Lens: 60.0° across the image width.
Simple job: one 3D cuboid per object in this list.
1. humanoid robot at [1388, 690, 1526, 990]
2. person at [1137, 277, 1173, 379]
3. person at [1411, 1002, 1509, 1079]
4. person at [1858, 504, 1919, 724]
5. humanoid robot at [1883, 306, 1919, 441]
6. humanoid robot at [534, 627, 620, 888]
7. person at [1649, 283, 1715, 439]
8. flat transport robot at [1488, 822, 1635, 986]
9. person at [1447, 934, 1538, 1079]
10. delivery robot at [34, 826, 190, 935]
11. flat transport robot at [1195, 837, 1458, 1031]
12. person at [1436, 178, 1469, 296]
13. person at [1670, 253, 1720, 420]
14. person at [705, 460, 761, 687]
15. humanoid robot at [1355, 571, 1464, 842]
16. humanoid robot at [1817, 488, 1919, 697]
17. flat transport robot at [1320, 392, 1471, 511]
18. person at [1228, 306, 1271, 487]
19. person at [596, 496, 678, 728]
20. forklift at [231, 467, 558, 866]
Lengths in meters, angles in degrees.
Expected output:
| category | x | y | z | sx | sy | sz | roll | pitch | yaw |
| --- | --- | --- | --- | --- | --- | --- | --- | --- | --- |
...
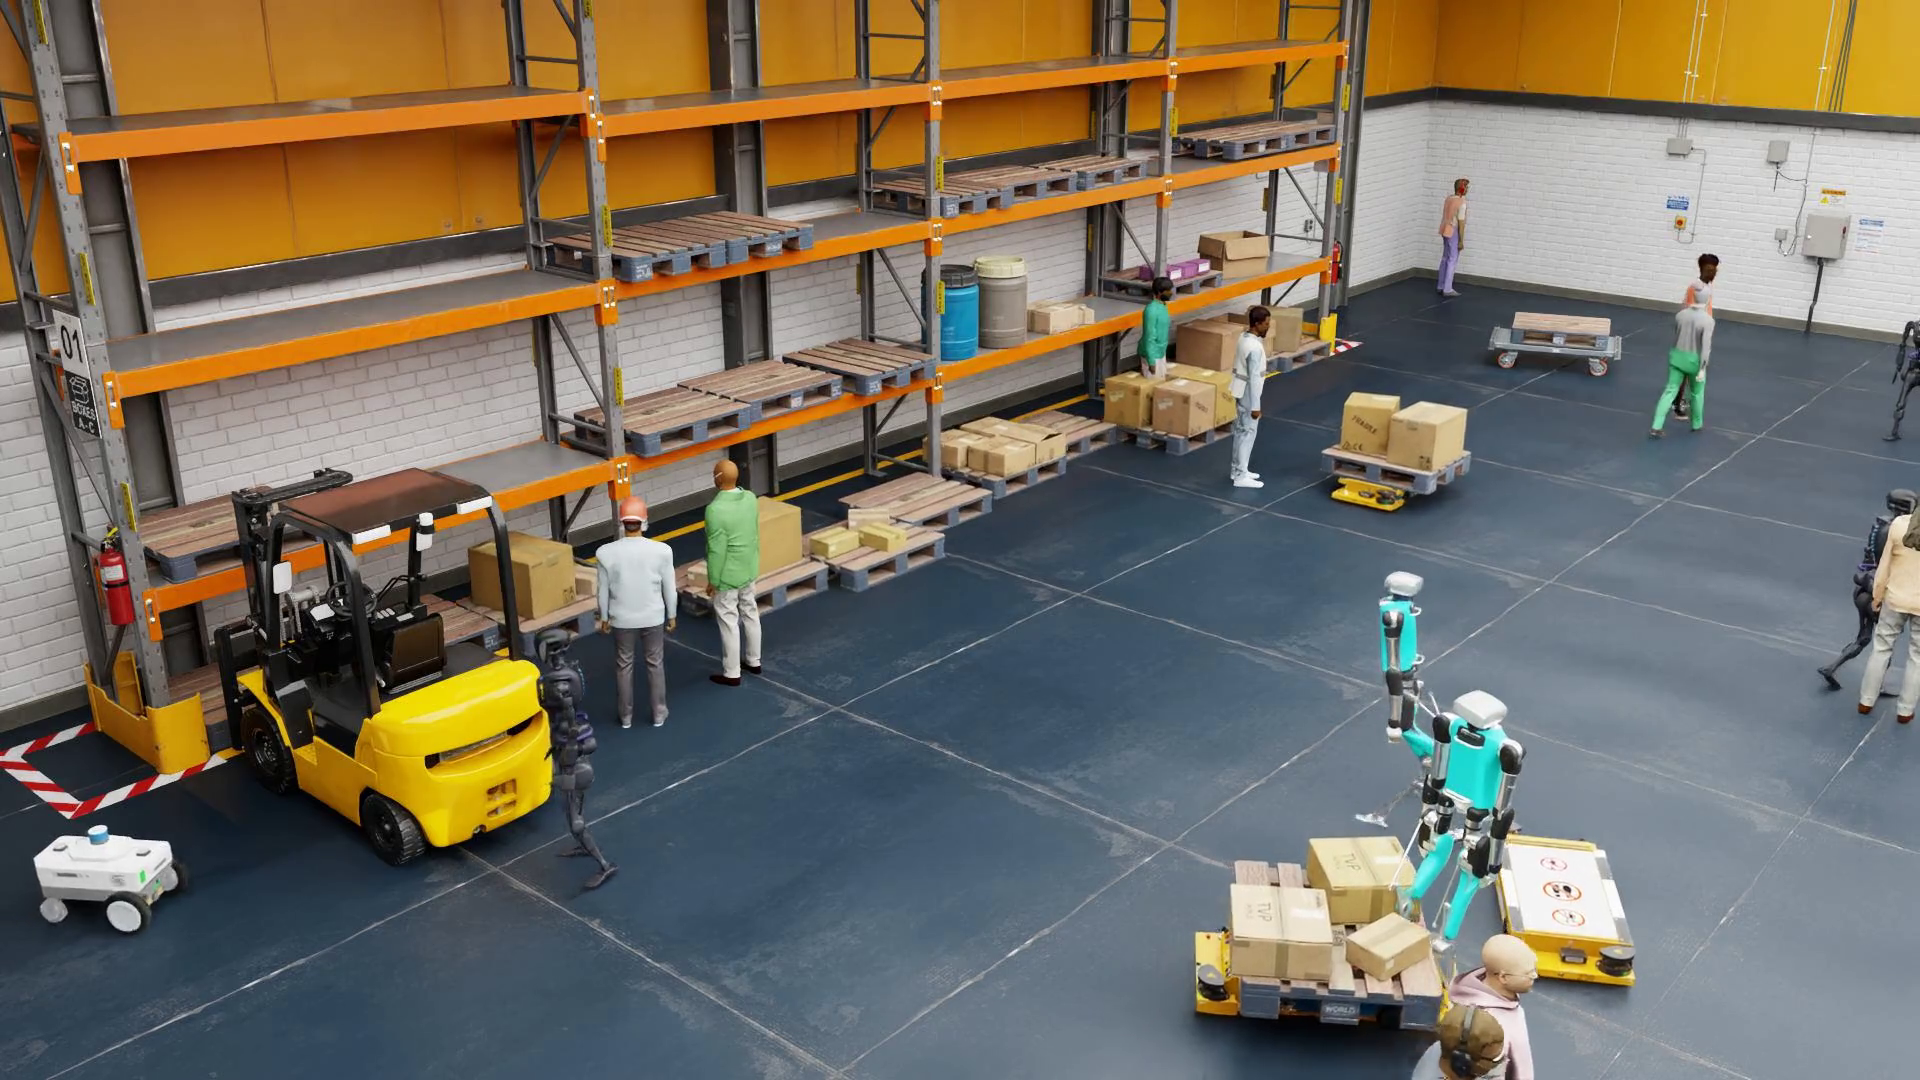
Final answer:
| category | x | y | z | sx | sy | sz | roll | pitch | yaw |
| --- | --- | --- | --- | --- | --- | --- | --- | --- | --- |
| humanoid robot | 2.550 | 1.741 | 8.851 | 0.678 | 1.890 | 0.543 | -15 | 25 | -35 |
| person | 2.202 | -2.084 | 18.931 | 0.399 | 1.841 | 0.507 | 10 | 22 | 25 |
| person | 1.783 | 2.541 | 6.322 | 0.950 | 1.904 | 0.631 | 7 | 21 | 17 |
| person | 6.914 | 0.449 | 12.041 | 0.567 | 1.866 | 0.413 | 14 | 24 | 32 |
| humanoid robot | 10.907 | -1.916 | 18.804 | 0.769 | 1.644 | 0.608 | -10 | 23 | -25 |
| humanoid robot | -2.335 | 1.278 | 10.050 | 0.401 | 1.636 | 0.599 | -8 | 22 | -21 |
| person | 8.268 | -2.037 | 18.879 | 0.945 | 1.799 | 0.509 | -16 | 26 | -36 |
| flat transport robot | 3.518 | 2.120 | 9.808 | 0.659 | 0.231 | 1.431 | 4 | 21 | 11 |
| person | 2.132 | 2.398 | 6.865 | 0.398 | 1.781 | 0.538 | 5 | 21 | 13 |
| delivery robot | -5.019 | 1.967 | 9.801 | 0.784 | 0.589 | 0.499 | 2 | 20 | 6 |
| flat transport robot | 2.017 | 2.374 | 9.119 | 1.431 | 0.231 | 0.659 | 2 | 20 | 7 |
| person | 7.767 | -4.772 | 26.227 | 0.392 | 1.837 | 0.557 | -4 | 21 | -11 |
| person | 8.685 | -2.420 | 19.725 | 0.367 | 1.928 | 0.711 | 12 | 23 | 28 |
| person | -1.737 | 0.246 | 12.699 | 0.384 | 1.782 | 0.551 | 13 | 24 | 32 |
| humanoid robot | 3.003 | 1.111 | 10.474 | 0.919 | 1.774 | 0.580 | 12 | 23 | 29 |
| humanoid robot | 6.876 | 0.394 | 12.466 | 0.560 | 1.648 | 0.610 | 0 | 20 | 0 |
| flat transport robot | 4.483 | -0.610 | 17.205 | 0.659 | 0.231 | 1.431 | 16 | 26 | 37 |
| person | 2.992 | -1.482 | 17.209 | 0.406 | 1.907 | 0.596 | -1 | 20 | -3 |
| person | -2.322 | 0.524 | 12.009 | 0.572 | 1.739 | 0.351 | -4 | 21 | -10 |
| forklift | -3.730 | 0.710 | 10.856 | 2.313 | 2.155 | 1.214 | 17 | 26 | 38 |
